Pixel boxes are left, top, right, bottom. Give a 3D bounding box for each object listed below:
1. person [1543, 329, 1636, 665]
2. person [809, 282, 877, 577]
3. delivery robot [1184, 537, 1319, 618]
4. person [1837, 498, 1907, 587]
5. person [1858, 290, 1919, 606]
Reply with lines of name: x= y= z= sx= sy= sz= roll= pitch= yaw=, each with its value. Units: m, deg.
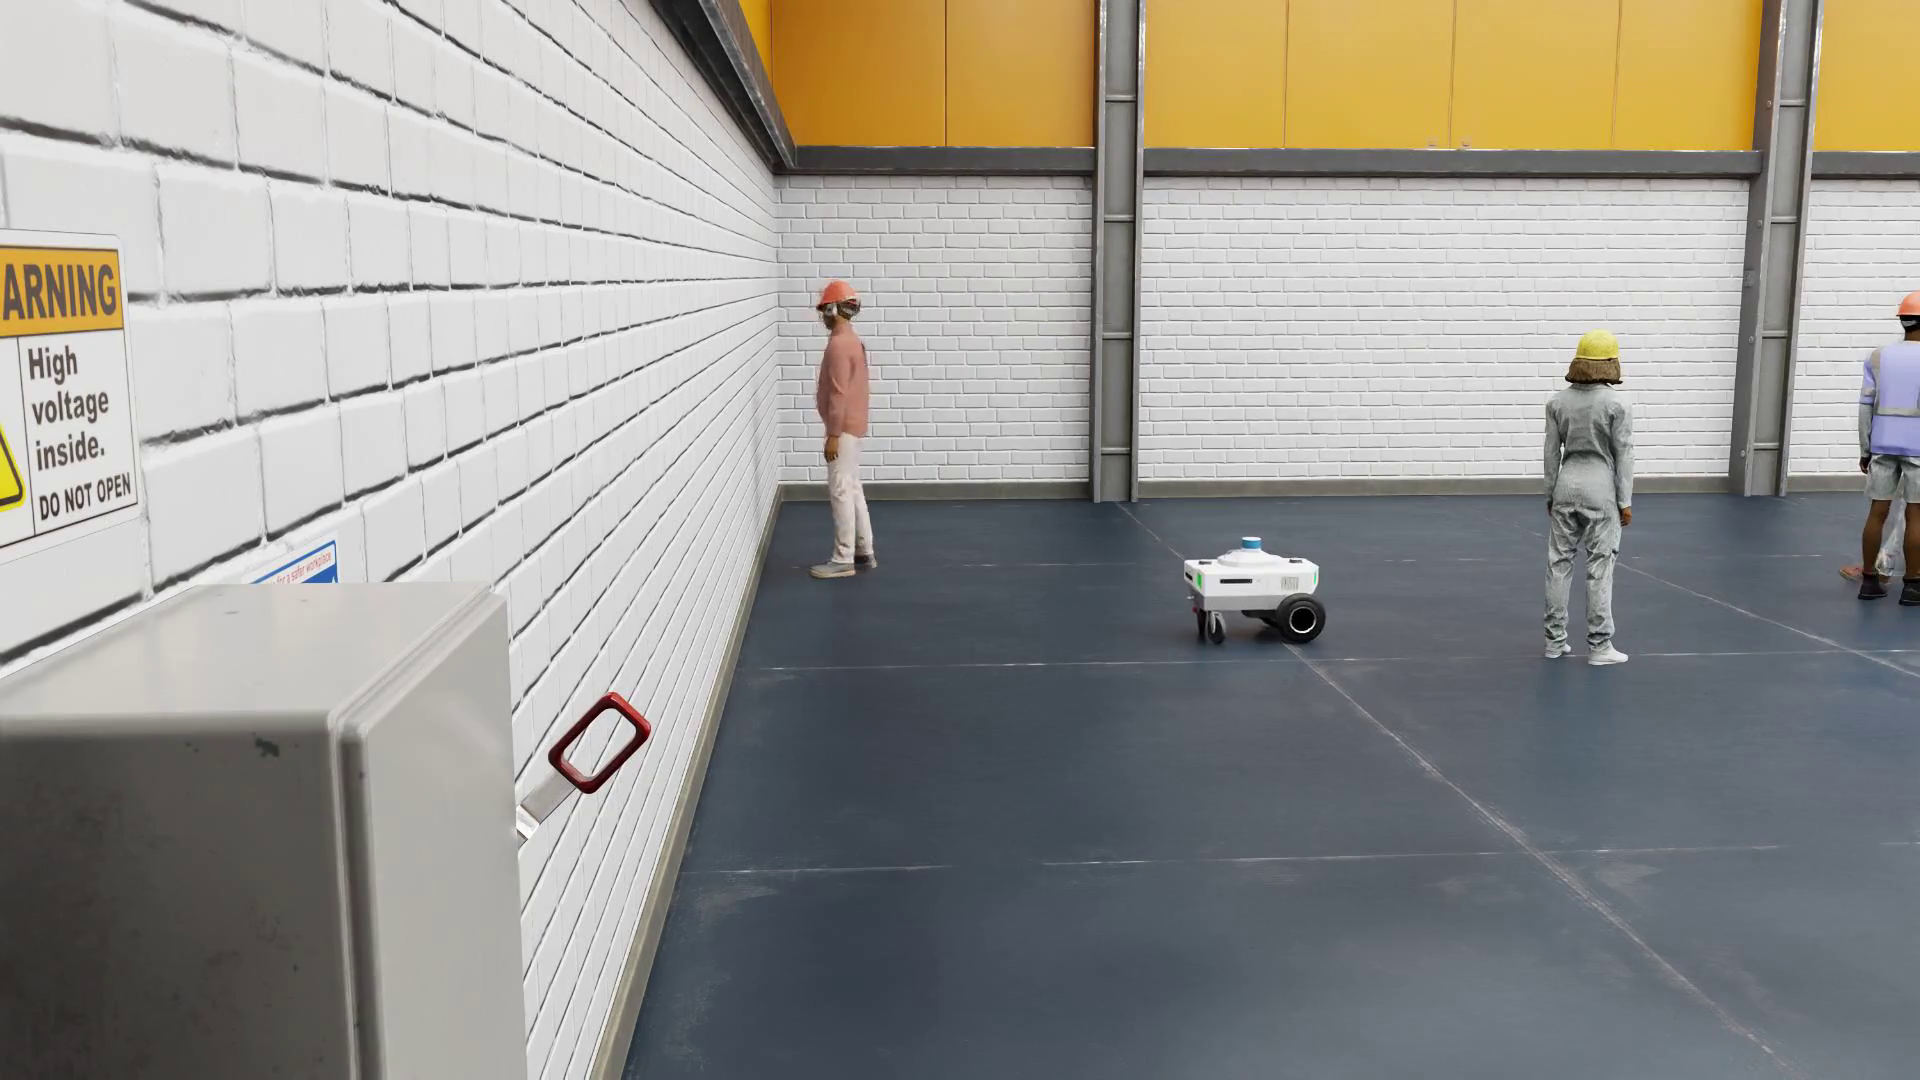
person: x=3.287 y=-0.224 z=8.694 sx=0.296 sy=1.745 sz=0.485 roll=-8 pitch=12 yaw=-41
person: x=-0.784 y=-0.733 z=11.218 sx=0.436 sy=1.965 sz=0.663 roll=1 pitch=9 yaw=7
delivery robot: x=1.620 y=0.227 z=9.292 sx=0.707 sy=0.478 sz=0.477 roll=-1 pitch=9 yaw=-5
person: x=6.279 y=-0.590 z=10.576 sx=1.037 sy=1.884 sz=0.650 roll=6 pitch=11 yaw=33
person: x=5.830 y=-0.566 z=10.242 sx=0.373 sy=1.933 sz=0.549 roll=-6 pitch=11 yaw=-35
